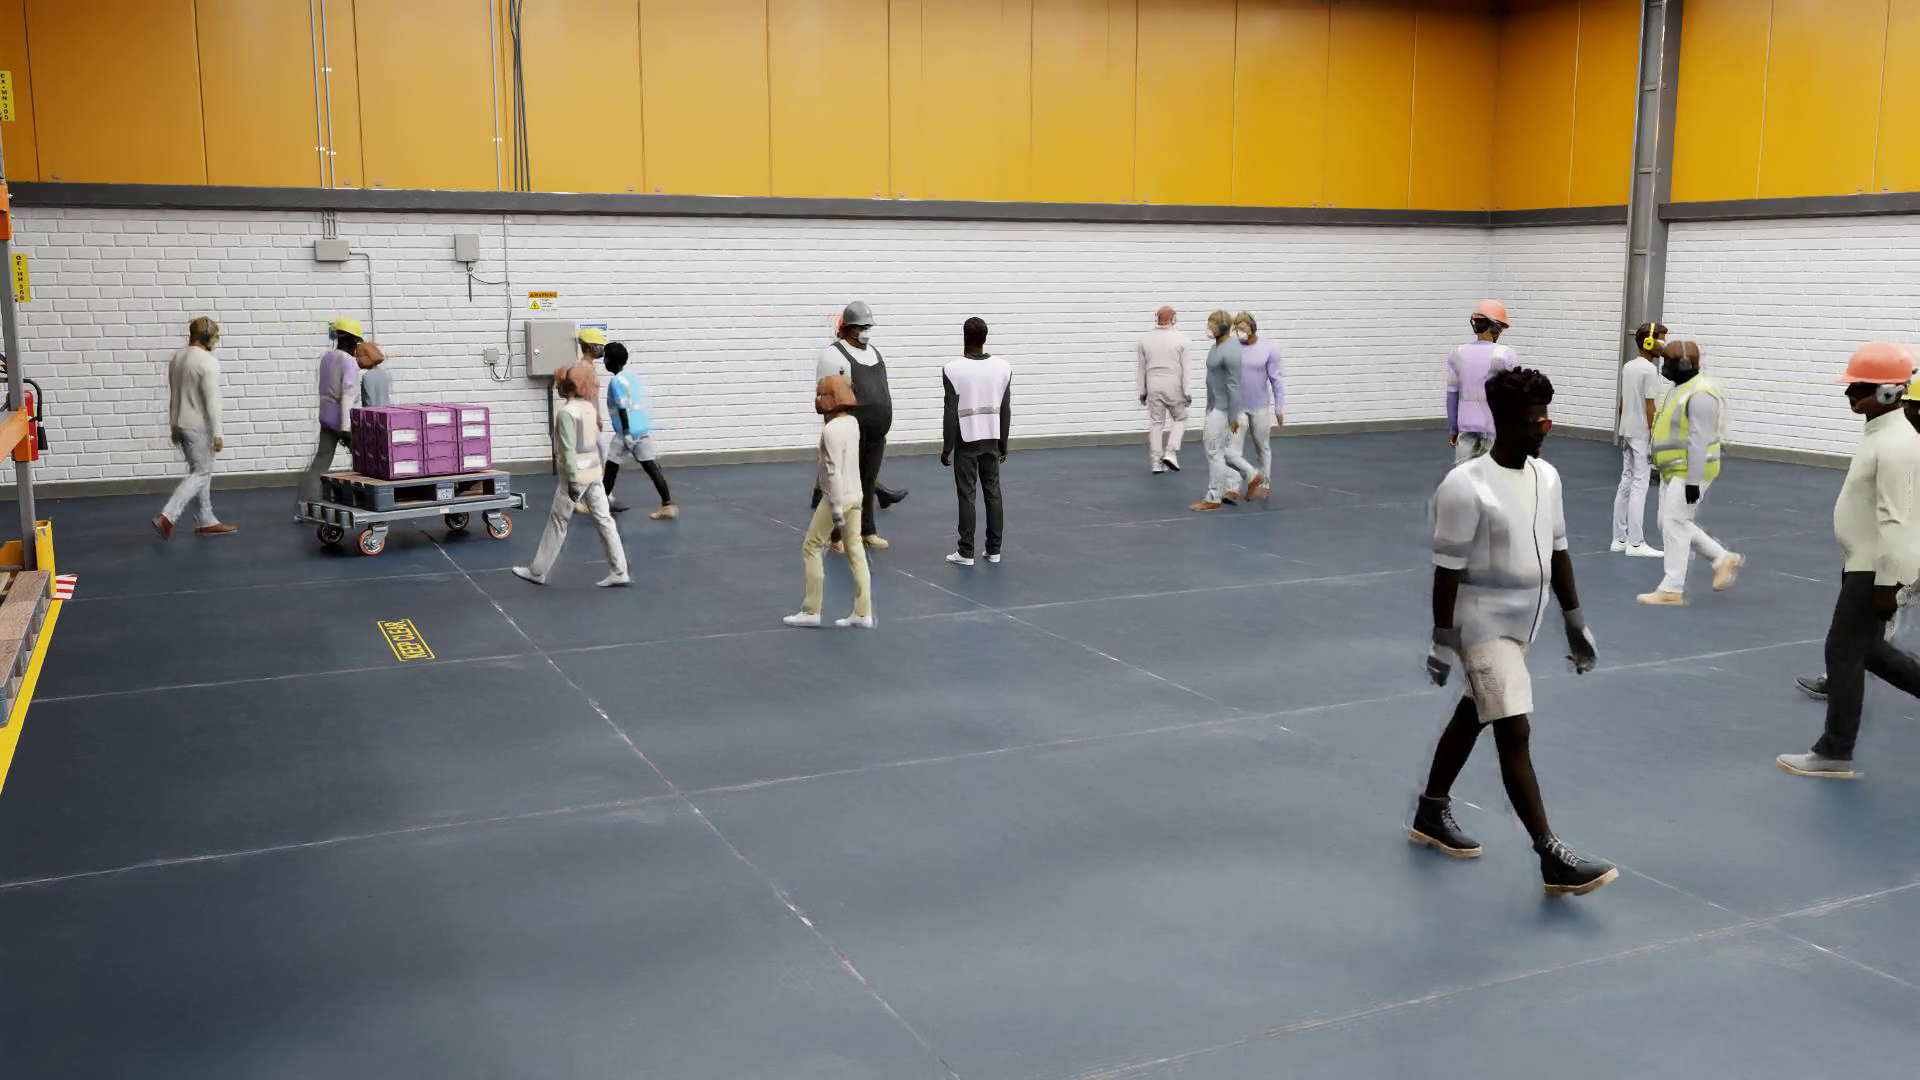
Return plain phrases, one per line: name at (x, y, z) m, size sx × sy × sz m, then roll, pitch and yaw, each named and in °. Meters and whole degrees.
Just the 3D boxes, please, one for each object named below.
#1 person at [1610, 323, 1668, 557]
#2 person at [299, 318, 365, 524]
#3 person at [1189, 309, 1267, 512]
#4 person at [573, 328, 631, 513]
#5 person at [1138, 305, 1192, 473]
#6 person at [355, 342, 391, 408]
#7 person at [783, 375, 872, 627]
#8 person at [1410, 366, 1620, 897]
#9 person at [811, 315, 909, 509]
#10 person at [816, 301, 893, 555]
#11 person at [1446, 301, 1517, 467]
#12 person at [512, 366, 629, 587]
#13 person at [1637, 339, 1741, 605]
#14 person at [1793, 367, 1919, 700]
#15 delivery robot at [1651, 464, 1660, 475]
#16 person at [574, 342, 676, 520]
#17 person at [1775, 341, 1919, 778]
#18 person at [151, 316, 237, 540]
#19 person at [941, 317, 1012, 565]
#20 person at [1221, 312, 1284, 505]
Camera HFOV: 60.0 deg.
person at (5.451, -0.801, 13.304) m, size 0.329 × 1.865 × 0.518 m, roll -1°, pitch 9°, yaw -4°
person at (-5.570, -1.081, 15.104) m, size 0.620 × 1.840 × 1.060 m, roll 8°, pitch 12°, yaw 40°
person at (2.542, -1.215, 15.693) m, size 0.671 × 1.923 × 0.630 m, roll 0°, pitch 9°, yaw -2°
person at (-3.382, -1.110, 15.567) m, size 0.716 × 1.739 × 0.545 m, roll -1°, pitch 9°, yaw -9°
person at (2.314, -1.689, 18.718) m, size 0.668 × 1.889 × 0.463 m, roll 5°, pitch 10°, yaw 29°
person at (-5.636, -1.085, 15.896) m, size 0.805 × 1.593 × 0.502 m, roll 1°, pitch 9°, yaw 6°
person at (-0.847, -0.239, 10.597) m, size 0.677 × 1.610 × 0.512 m, roll 4°, pitch 10°, yaw 23°
person at (2.077, 0.321, 6.156) m, size 0.634 × 1.911 × 0.984 m, roll -7°, pitch 12°, yaw -38°
person at (-0.987, -1.223, 15.837) m, size 0.973 × 1.884 × 0.572 m, roll 0°, pitch 9°, yaw 2°
person at (-0.799, -0.911, 13.437) m, size 0.537 × 2.000 × 0.688 m, roll 7°, pitch 12°, yaw 38°
person at (4.242, -0.914, 13.480) m, size 0.392 × 2.033 × 0.605 m, roll -9°, pitch 13°, yaw -44°
person at (-2.772, -0.444, 11.895) m, size 0.875 × 1.589 × 0.540 m, roll 2°, pitch 9°, yaw 13°
person at (5.008, -0.456, 11.312) m, size 0.631 × 1.818 × 0.657 m, roll 1°, pitch 9°, yaw 6°
person at (4.955, -0.005, 8.639) m, size 0.953 × 1.784 × 0.605 m, roll 4°, pitch 10°, yaw 22°
delivery robot at (7.517, -0.886, 17.586) m, size 0.477 × 0.478 × 0.707 m, roll -7°, pitch 11°, yaw -35°
person at (-3.042, -0.980, 15.132) m, size 0.932 × 1.623 × 0.540 m, roll 1°, pitch 9°, yaw 9°
person at (4.135, 0.108, 7.338) m, size 0.759 × 1.969 × 0.627 m, roll 5°, pitch 10°, yaw 26°
person at (-6.494, -0.921, 13.959) m, size 0.688 × 1.903 × 0.778 m, roll 7°, pitch 11°, yaw 35°
person at (0.127, -0.762, 12.889) m, size 0.592 × 1.919 × 0.392 m, roll -5°, pitch 10°, yaw -28°
person at (2.808, -1.277, 16.224) m, size 0.703 × 1.872 × 0.997 m, roll 4°, pitch 10°, yaw 22°
